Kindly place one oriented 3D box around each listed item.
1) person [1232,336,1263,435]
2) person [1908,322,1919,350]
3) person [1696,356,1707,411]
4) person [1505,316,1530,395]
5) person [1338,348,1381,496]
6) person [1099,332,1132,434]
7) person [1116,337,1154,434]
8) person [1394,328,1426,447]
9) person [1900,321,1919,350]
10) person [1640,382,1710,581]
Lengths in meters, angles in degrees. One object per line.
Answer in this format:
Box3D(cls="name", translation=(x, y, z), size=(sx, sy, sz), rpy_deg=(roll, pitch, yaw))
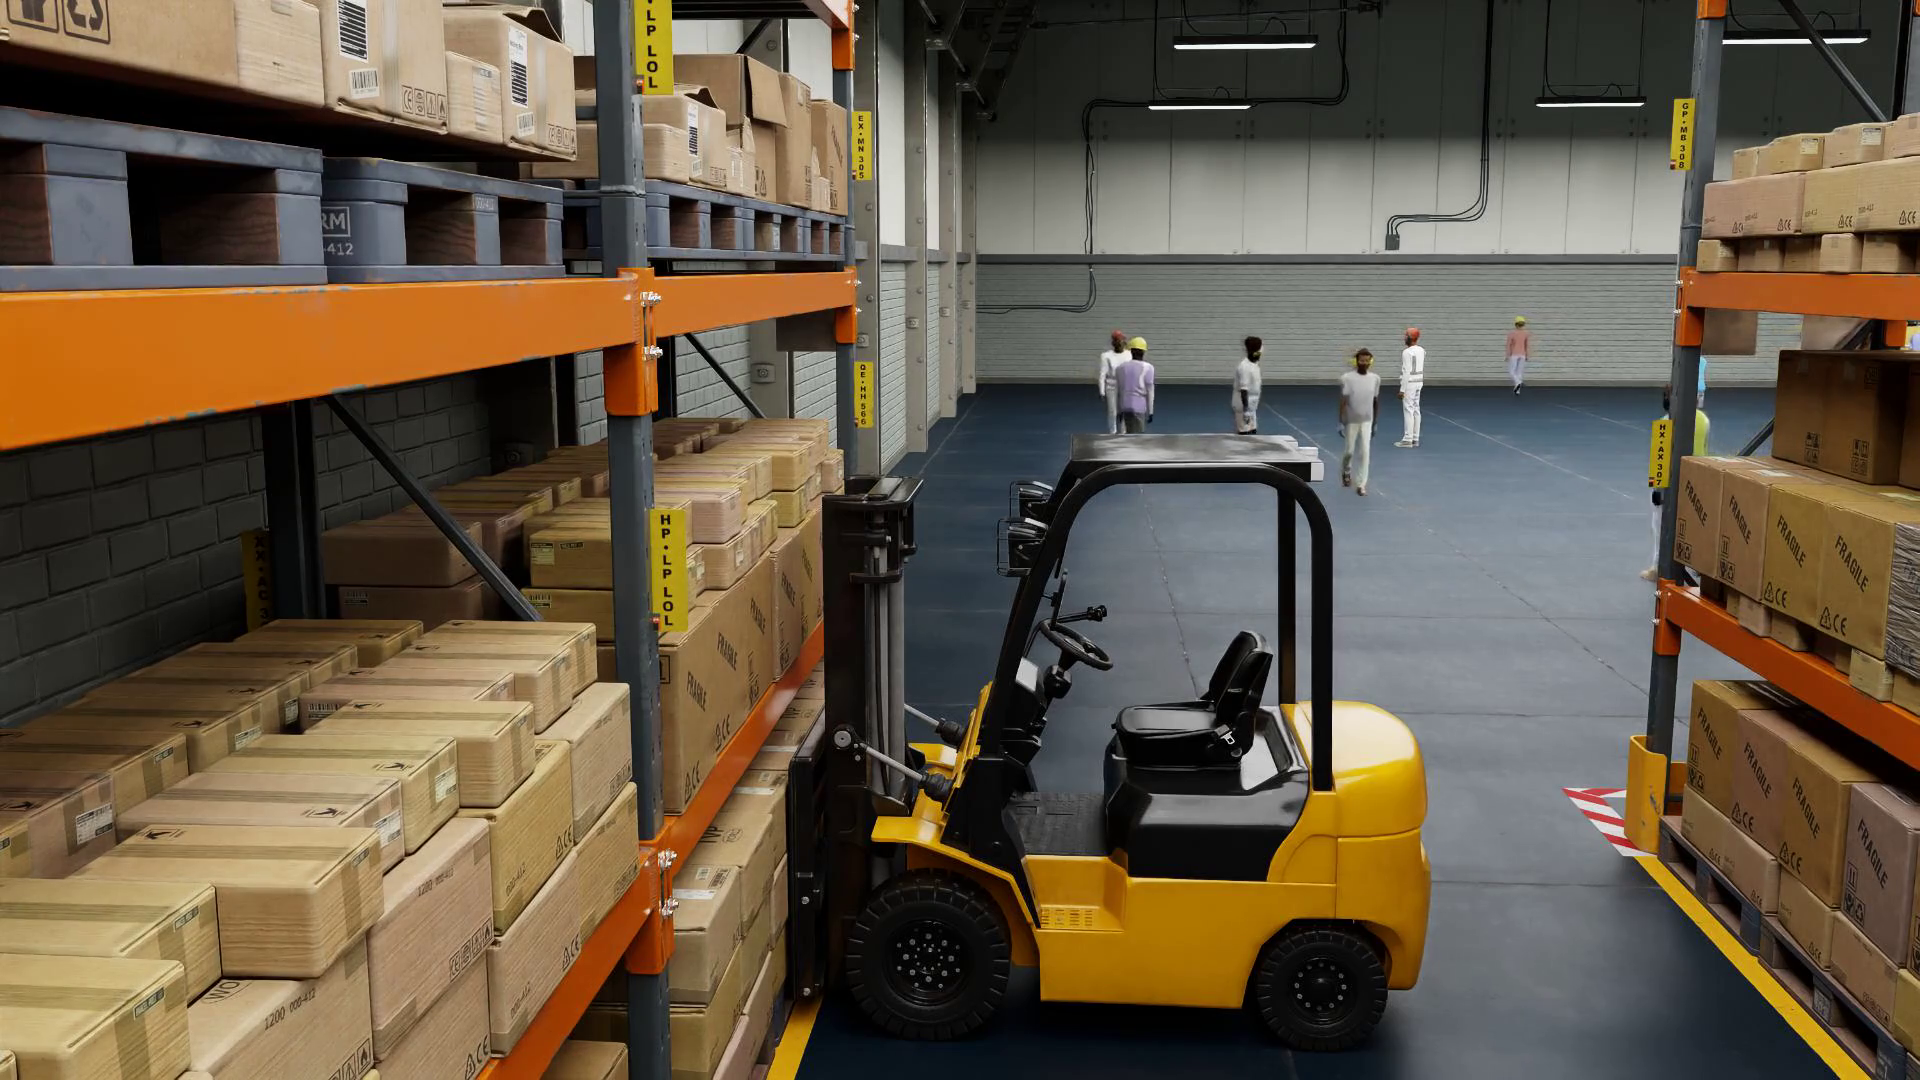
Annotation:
Box3D(cls="person", translation=(3.897, -1.815, 22.588), size=(0.474, 1.921, 0.641), rpy_deg=(4, 10, 25))
Box3D(cls="person", translation=(18.063, -3.245, 31.213), size=(0.362, 1.939, 0.542), rpy_deg=(-3, 10, -16))
Box3D(cls="person", translation=(11.784, -2.385, 26.733), size=(0.531, 1.698, 0.320), rpy_deg=(-8, 13, -41))
Box3D(cls="person", translation=(12.385, -4.091, 36.893), size=(0.539, 1.752, 0.441), rpy_deg=(-1, 9, -7))
Box3D(cls="person", translation=(5.014, -1.505, 20.956), size=(0.523, 1.852, 0.784), rpy_deg=(1, 9, 4))
Box3D(cls="person", translation=(2.452, -2.304, 25.839), size=(0.594, 1.823, 0.999), rpy_deg=(-1, 9, -5))
Box3D(cls="person", translation=(2.324, -1.788, 22.527), size=(0.585, 1.902, 0.650), rpy_deg=(7, 11, 35))
Box3D(cls="person", translation=(7.117, -2.402, 26.278), size=(0.355, 1.883, 0.574), rpy_deg=(8, 12, 40))
Box3D(cls="person", translation=(20.071, -3.844, 35.166), size=(0.623, 1.837, 0.430), rpy_deg=(6, 11, 31))
Box3D(cls="person", translation=(6.452, -0.506, 14.933), size=(0.632, 1.829, 0.522), rpy_deg=(-5, 11, -28))
